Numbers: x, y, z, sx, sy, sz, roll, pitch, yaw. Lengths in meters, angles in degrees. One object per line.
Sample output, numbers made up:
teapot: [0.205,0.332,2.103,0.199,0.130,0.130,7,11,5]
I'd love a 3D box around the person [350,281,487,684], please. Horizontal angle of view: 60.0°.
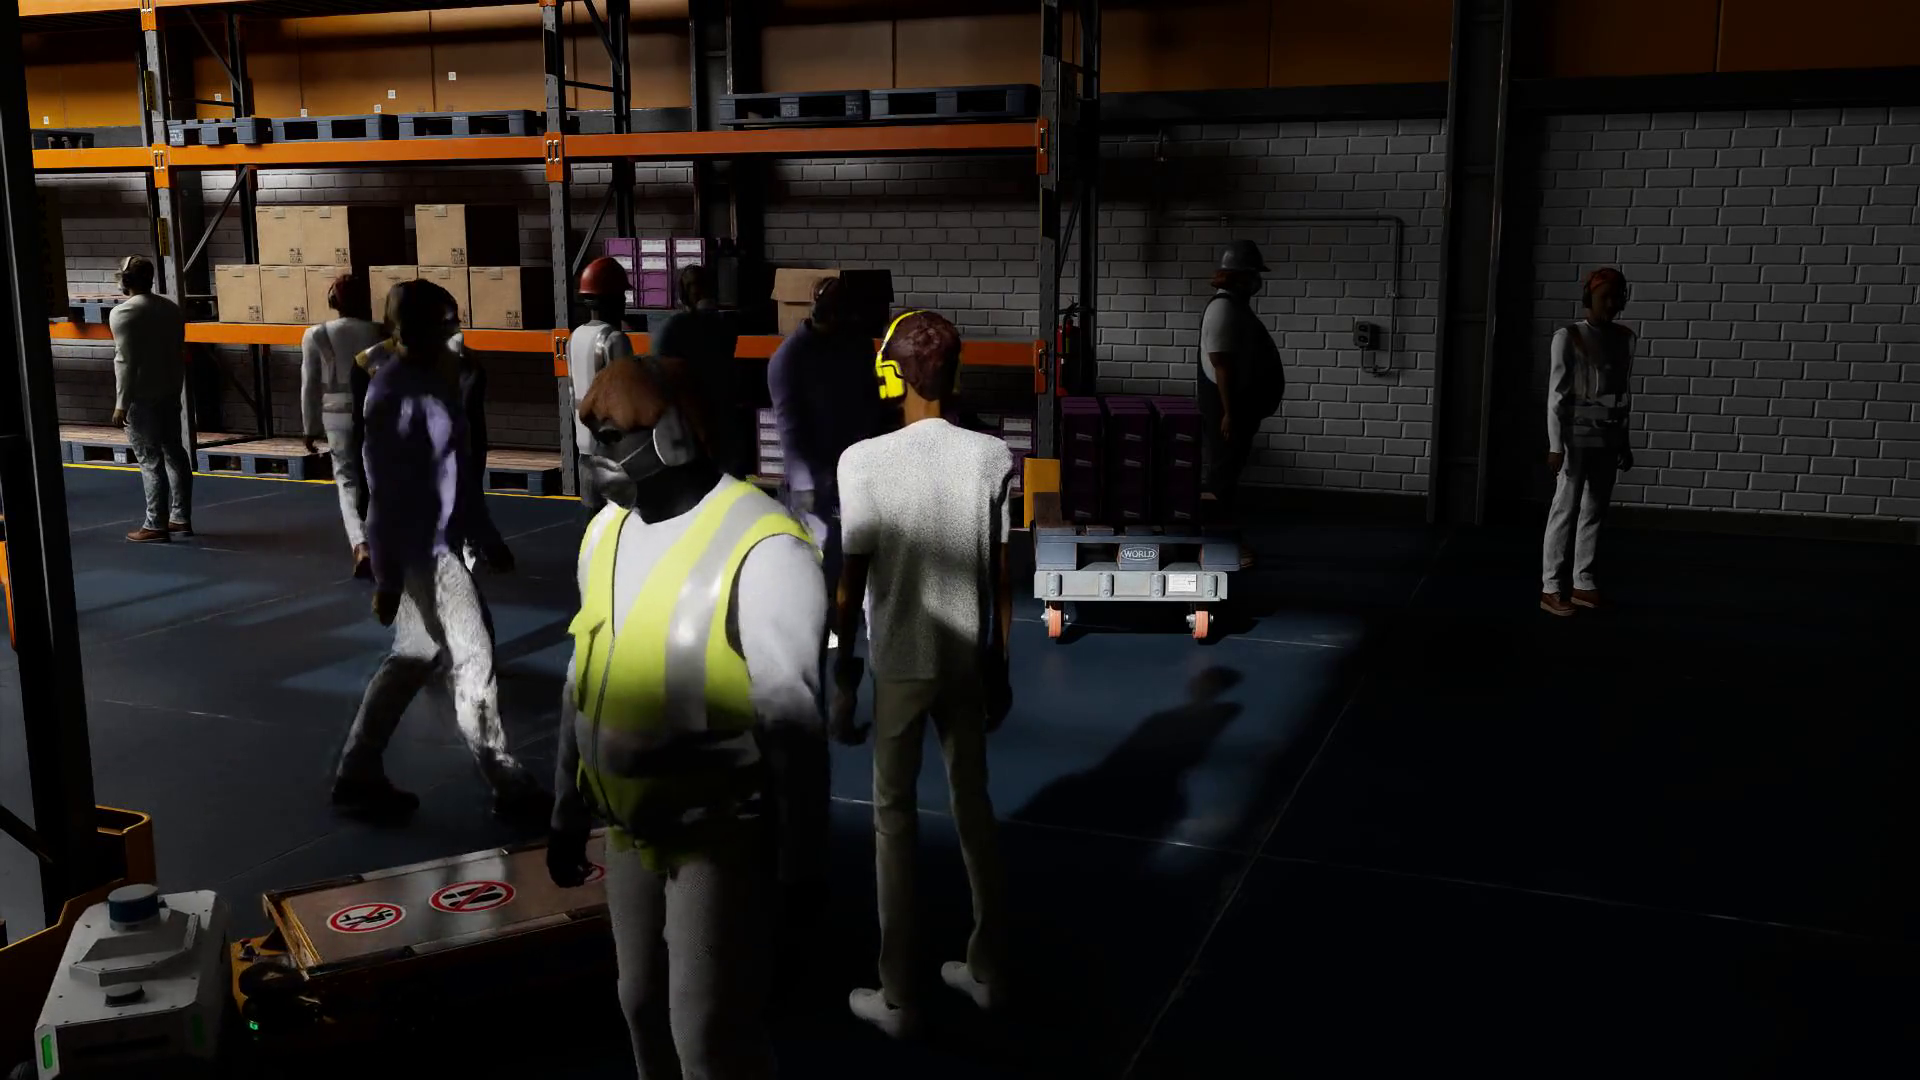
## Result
person: [-2.480,-0.257,7.649,0.625,1.843,0.430,-8,13,-39]

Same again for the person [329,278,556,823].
person: [-1.824,0.062,5.766,0.896,1.914,0.635,-1,10,-8]

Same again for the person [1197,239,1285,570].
person: [1.752,-0.848,10.384,0.537,2.000,0.689,2,10,11]

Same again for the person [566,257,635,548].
person: [-1.820,-0.495,8.692,0.351,1.942,0.545,-9,14,-42]

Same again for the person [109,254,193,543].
person: [-5.458,-0.944,11.202,0.371,1.941,0.627,2,10,12]

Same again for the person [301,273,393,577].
person: [-3.714,-0.718,10.225,0.586,1.844,0.971,-5,12,-28]

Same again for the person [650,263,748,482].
person: [-1.490,-0.625,9.535,0.673,1.899,0.662,9,13,41]

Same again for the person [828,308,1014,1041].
person: [-0.087,0.343,4.275,0.510,1.858,0.344,-6,12,-30]

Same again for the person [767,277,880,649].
person: [-0.581,-0.341,8.091,0.705,1.852,0.799,-8,13,-38]

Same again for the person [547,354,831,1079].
person: [-0.514,0.562,3.184,0.454,1.818,0.683,-9,14,-42]

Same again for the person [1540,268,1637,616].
person: [3.428,-0.529,9.047,0.585,1.881,0.337,-5,11,-26]

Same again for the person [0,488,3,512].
person: [-7.358,-1.148,12.400,0.610,1.911,0.796,0,10,-1]

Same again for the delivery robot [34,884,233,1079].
delivery robot: [-1.870,1.030,3.799,0.477,0.478,0.707,-4,11,-20]

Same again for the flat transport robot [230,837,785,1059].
flat transport robot: [-1.278,1.066,4.653,1.431,0.197,0.652,-6,12,-31]
